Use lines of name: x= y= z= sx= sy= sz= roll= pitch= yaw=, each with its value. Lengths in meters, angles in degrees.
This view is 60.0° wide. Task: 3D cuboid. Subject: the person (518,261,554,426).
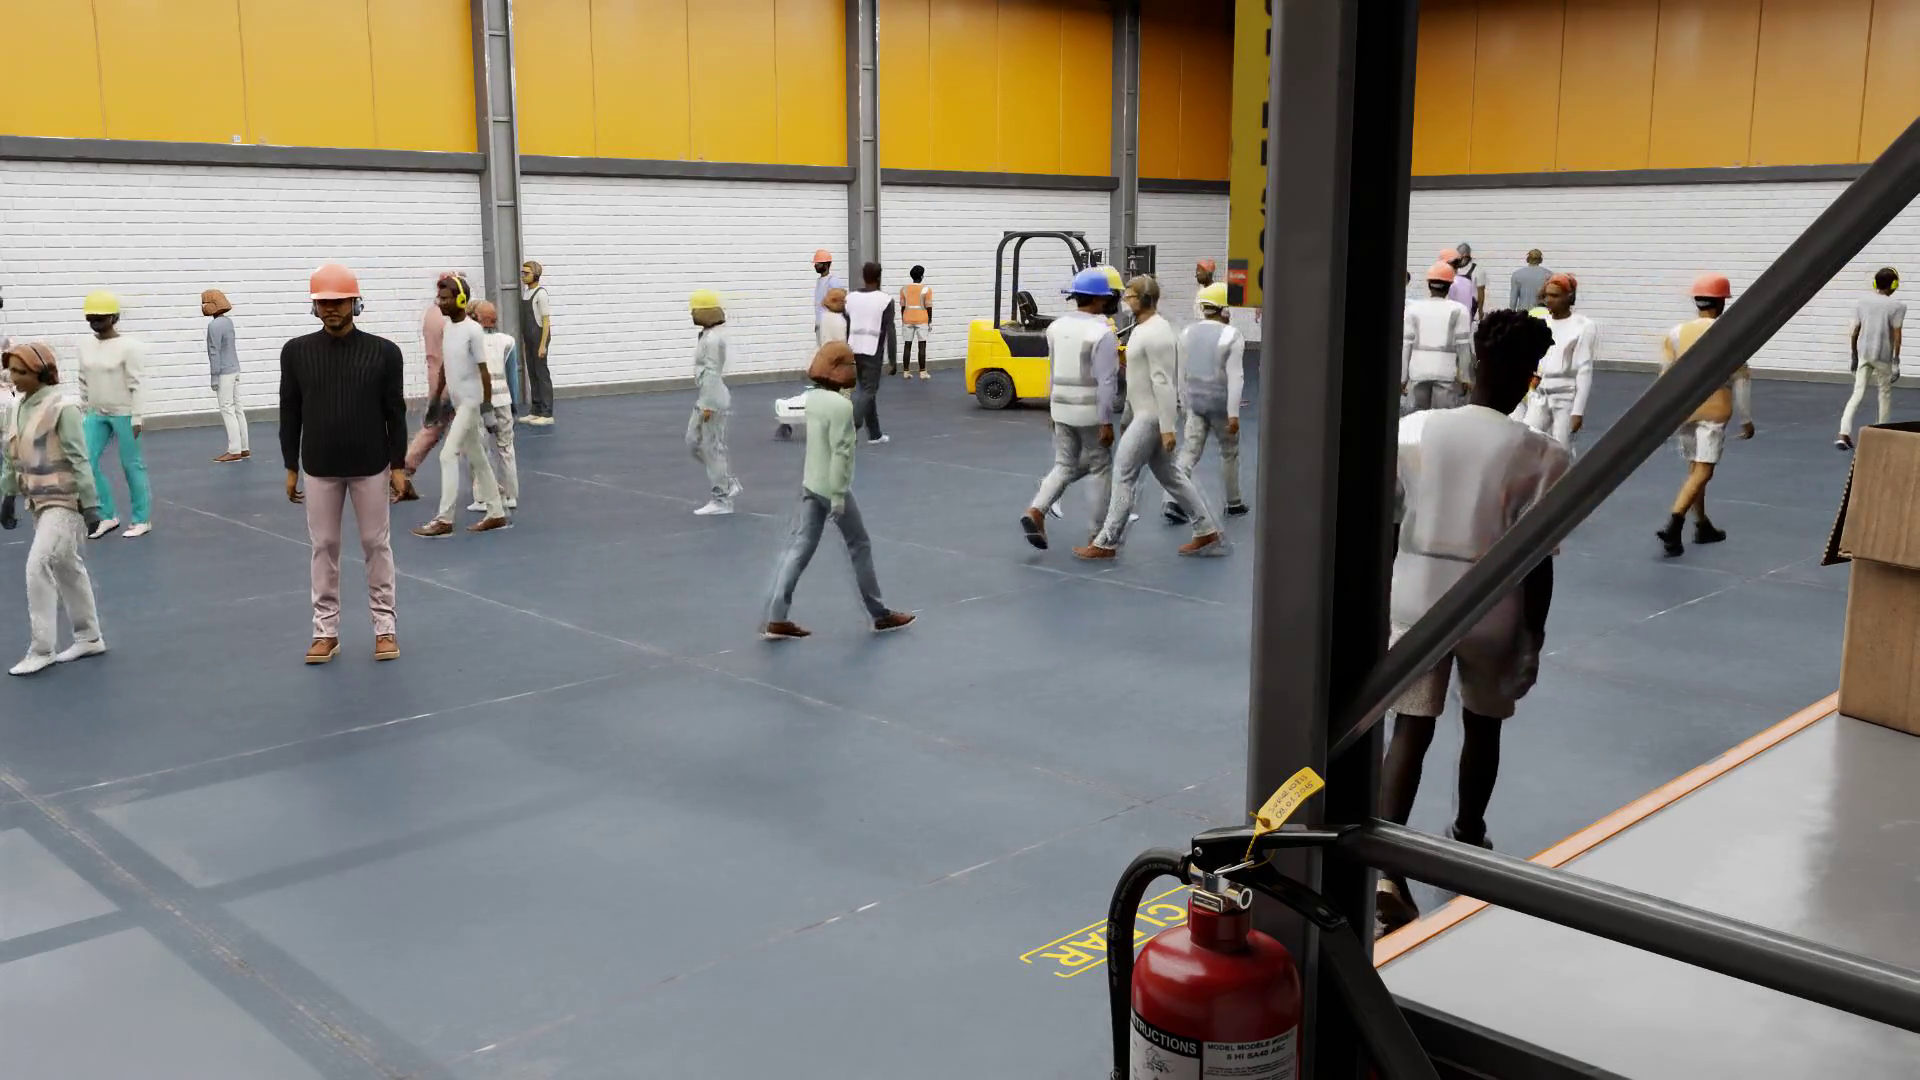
person: x=-4.799 y=-2.216 z=18.760 sx=0.340 sy=1.846 sz=0.512 roll=-8 pitch=13 yaw=-38

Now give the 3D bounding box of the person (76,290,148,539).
person: x=-5.963 y=-0.861 z=11.645 sx=0.541 sy=1.746 sz=0.553 roll=2 pitch=11 yaw=11

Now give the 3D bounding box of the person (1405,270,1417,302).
person: x=5.778 y=-2.715 z=21.885 sx=0.319 sy=1.697 sz=0.533 roll=-3 pitch=11 yaw=-18

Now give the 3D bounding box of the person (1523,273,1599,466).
person: x=4.193 y=-0.949 z=11.788 sx=0.490 sy=1.867 sz=0.597 roll=-6 pitch=12 yaw=-31

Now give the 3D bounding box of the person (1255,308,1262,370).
person: x=4.937 y=-3.565 z=26.333 sx=0.533 sy=1.767 sz=0.326 roll=1 pitch=10 yaw=5

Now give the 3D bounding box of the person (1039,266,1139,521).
person: x=0.975 y=-1.061 z=12.284 sx=0.666 sy=1.912 sz=0.600 roll=0 pitch=10 yaw=1

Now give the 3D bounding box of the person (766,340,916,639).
person: x=-0.672 y=-0.264 z=8.811 sx=0.851 sy=1.583 sz=0.516 roll=-6 pitch=12 yaw=-29

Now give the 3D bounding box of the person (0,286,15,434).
person: x=-7.931 y=-1.234 z=13.556 sx=0.951 sy=1.804 sz=0.630 roll=-8 pitch=13 yaw=-36

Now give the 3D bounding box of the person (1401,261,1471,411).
person: x=4.077 y=-1.432 z=14.314 sx=0.581 sy=1.914 sz=0.630 roll=4 pitch=11 yaw=22

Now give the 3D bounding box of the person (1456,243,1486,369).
person: x=7.872 y=-3.682 z=26.220 sx=0.709 sy=2.000 sz=0.543 roll=8 pitch=13 yaw=38

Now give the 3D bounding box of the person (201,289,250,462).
person: x=-6.981 y=-1.554 z=15.764 sx=0.289 sy=1.627 sz=0.498 roll=-1 pitch=10 yaw=-6

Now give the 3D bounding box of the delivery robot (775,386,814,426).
delivery robot: x=-1.572 y=-1.366 z=17.391 sx=0.707 sy=0.478 sz=0.477 roll=0 pitch=10 yaw=-1

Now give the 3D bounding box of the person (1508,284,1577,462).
person: x=4.578 y=-1.113 z=12.943 sx=0.978 sy=1.772 sz=0.690 roll=-3 pitch=11 yaw=-16

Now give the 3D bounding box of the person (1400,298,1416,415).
person: x=4.298 y=-1.715 z=16.160 sx=0.627 sy=1.802 sz=0.630 roll=-5 pitch=12 yaw=-27

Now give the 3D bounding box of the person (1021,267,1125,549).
person: x=0.788 y=-0.850 z=11.101 sx=0.762 sy=1.919 sz=0.628 roll=-9 pitch=14 yaw=-41

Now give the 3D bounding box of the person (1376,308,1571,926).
person: x=1.551 y=0.238 z=5.192 sx=0.606 sy=1.920 sz=0.954 roll=7 pitch=12 yaw=32

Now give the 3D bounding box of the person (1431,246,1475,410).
person: x=5.807 y=-2.385 z=19.262 sx=0.671 sy=2.002 sz=0.868 roll=-9 pitch=14 yaw=-42

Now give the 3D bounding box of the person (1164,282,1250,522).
person: x=1.845 y=-1.019 z=12.386 sx=0.604 sy=1.796 sz=0.910 roll=9 pitch=14 yaw=42

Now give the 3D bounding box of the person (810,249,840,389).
person: x=-1.849 y=-2.975 z=22.650 sx=0.363 sy=1.935 sz=0.553 roll=-6 pitch=12 yaw=-31

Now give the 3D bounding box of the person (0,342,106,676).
person: x=-4.504 y=-0.148 z=8.101 sx=0.559 sy=1.606 sz=0.676 roll=6 pitch=12 yaw=32

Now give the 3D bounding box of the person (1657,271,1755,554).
person: x=4.990 y=-0.862 z=11.255 sx=0.949 sy=1.907 sz=0.562 roll=-8 pitch=13 yaw=-37

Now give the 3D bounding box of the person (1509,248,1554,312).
person: x=8.514 y=-3.368 z=24.788 sx=0.635 sy=1.937 sz=0.354 roll=3 pitch=11 yaw=18

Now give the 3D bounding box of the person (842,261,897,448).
person: x=-0.966 y=-1.865 z=16.770 sx=0.624 sy=1.882 sz=0.930 roll=6 pitch=12 yaw=30

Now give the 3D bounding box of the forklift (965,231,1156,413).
forklift: x=1.222 y=-2.721 z=20.561 sx=2.313 sy=2.155 sz=1.214 roll=2 pitch=11 yaw=13

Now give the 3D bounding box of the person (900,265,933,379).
person: x=-0.642 y=-3.224 z=24.685 sx=0.530 sy=1.691 sz=0.318 roll=4 pitch=11 yaw=19

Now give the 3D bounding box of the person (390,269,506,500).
person: x=-4.172 y=-1.246 z=13.432 sx=0.959 sy=1.873 sz=0.641 roll=-8 pitch=13 yaw=-37

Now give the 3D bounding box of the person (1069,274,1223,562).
person: x=1.280 y=-0.792 z=10.903 sx=1.026 sy=1.894 sz=0.651 roll=0 pitch=10 yaw=-1

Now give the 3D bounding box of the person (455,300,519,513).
person: x=-3.649 y=-1.030 z=12.855 sx=0.524 sy=1.639 sz=0.306 roll=-9 pitch=14 yaw=-41

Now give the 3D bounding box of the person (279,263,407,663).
person: x=-3.077 y=-0.378 z=8.329 sx=0.611 sy=1.995 sz=0.375 roll=-2 pitch=11 yaw=-12

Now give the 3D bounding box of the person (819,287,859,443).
person: x=-1.305 y=-1.773 z=16.968 sx=0.518 sy=1.616 sz=0.532 roll=-7 pitch=13 yaw=-35

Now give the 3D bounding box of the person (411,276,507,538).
person: x=-3.631 y=-0.935 z=11.805 sx=0.856 sy=1.838 sz=0.520 roll=-7 pitch=13 yaw=-34

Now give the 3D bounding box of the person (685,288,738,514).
person: x=-1.937 y=-1.046 z=12.704 sx=0.355 sy=1.733 sz=0.489 roll=-3 pitch=11 yaw=-16

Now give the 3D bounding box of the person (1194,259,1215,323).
person: x=2.922 y=-2.279 z=19.043 sx=0.542 sy=1.865 sz=0.615 roll=-4 pitch=11 yaw=-19

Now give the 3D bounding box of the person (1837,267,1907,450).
person: x=9.122 y=-1.808 z=16.609 sx=0.967 sy=1.831 sz=0.563 roll=-8 pitch=13 yaw=-37
